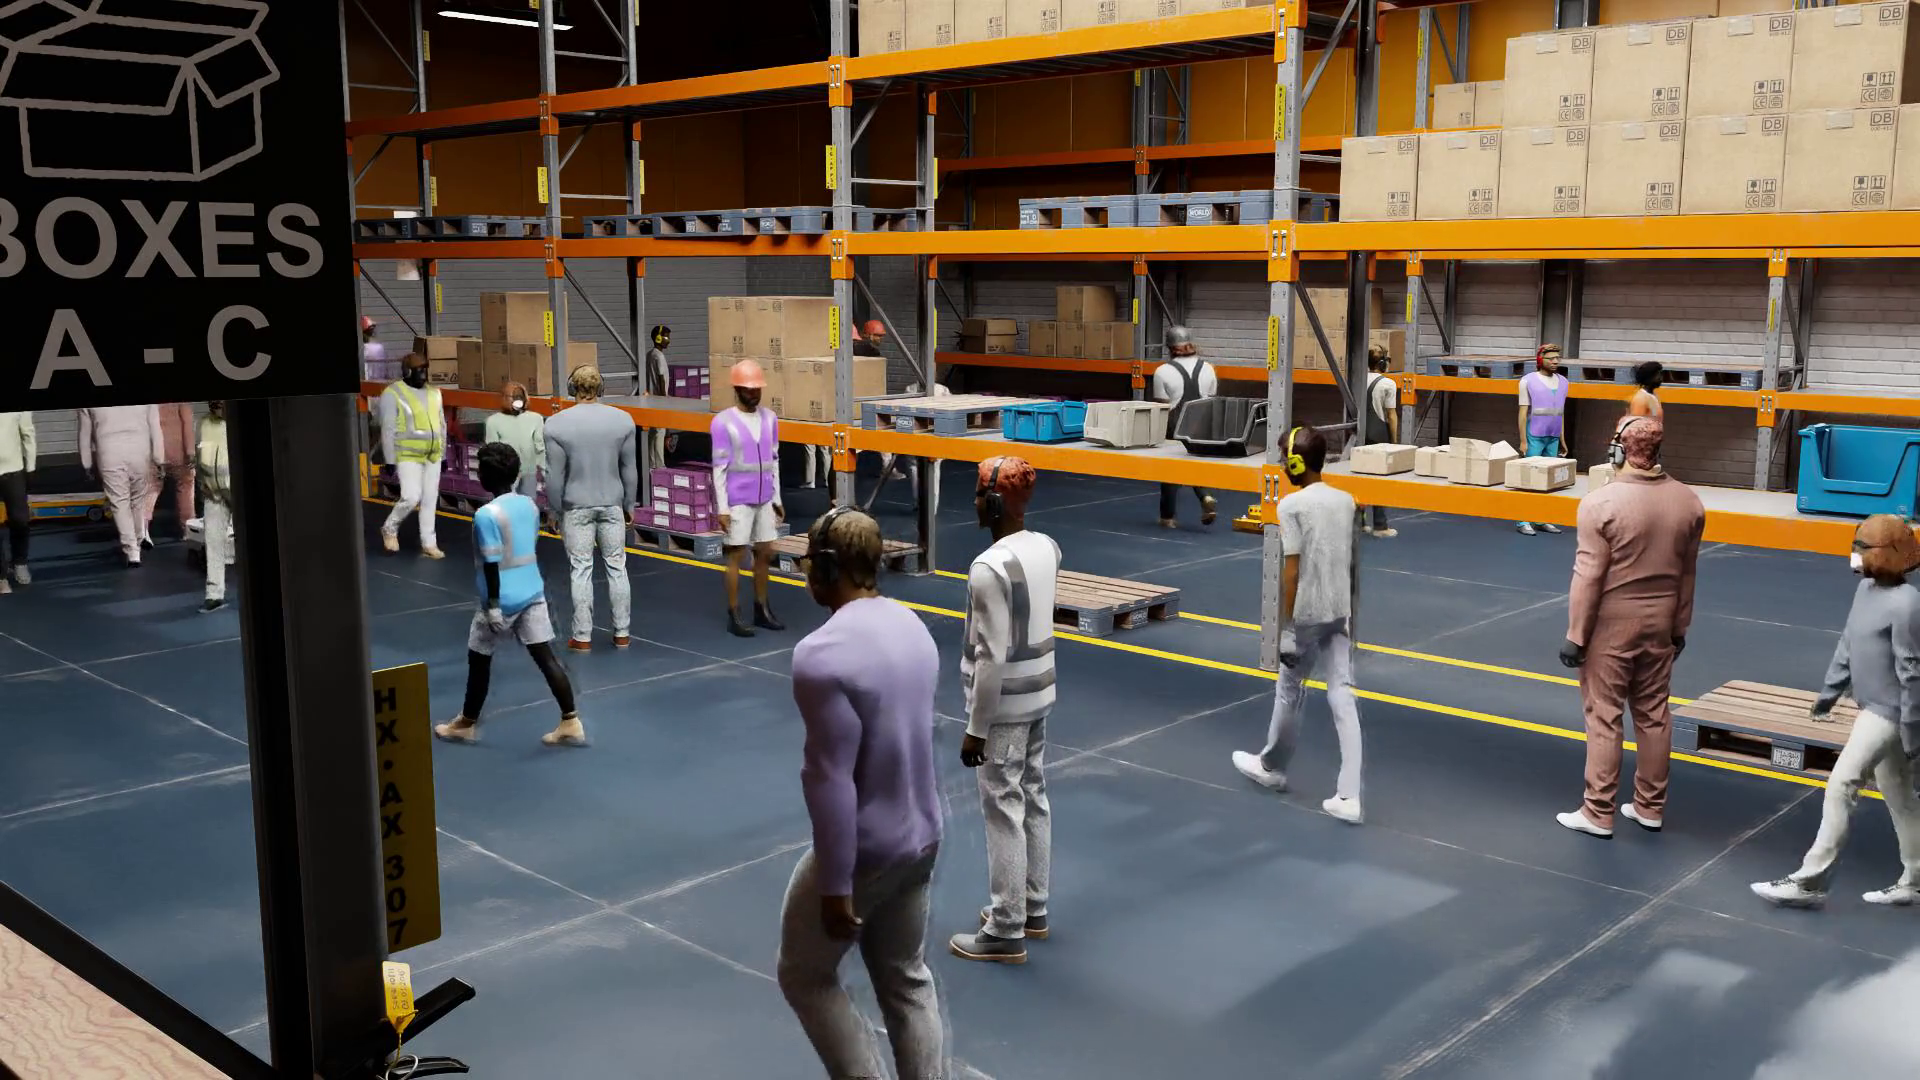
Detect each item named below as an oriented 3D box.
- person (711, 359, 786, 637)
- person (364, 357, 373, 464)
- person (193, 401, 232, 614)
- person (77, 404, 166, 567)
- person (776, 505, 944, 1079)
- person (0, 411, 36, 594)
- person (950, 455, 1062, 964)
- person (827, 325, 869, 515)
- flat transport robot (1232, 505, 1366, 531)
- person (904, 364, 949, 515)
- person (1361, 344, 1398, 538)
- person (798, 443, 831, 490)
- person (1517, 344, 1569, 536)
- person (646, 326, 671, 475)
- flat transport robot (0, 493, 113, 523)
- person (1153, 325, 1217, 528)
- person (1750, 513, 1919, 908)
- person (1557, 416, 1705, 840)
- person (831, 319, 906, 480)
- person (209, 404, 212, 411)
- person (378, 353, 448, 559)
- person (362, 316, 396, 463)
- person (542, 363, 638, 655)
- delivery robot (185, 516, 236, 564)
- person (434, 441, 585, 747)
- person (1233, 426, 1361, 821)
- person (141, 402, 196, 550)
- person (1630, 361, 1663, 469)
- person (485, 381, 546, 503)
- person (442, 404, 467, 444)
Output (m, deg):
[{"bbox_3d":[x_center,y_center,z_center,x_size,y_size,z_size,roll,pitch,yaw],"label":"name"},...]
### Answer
[{"bbox_3d":[-1.466,-0.297,11.659,0.550,1.938,0.379,-9,13,-42],"label":"person"},{"bbox_3d":[-7.195,-1.550,19.636,0.620,1.834,0.943,-1,9,-3],"label":"person"},{"bbox_3d":[-5.514,-0.387,12.664,0.609,1.797,0.842,1,9,4],"label":"person"},{"bbox_3d":[-7.273,-0.702,14.438,0.649,1.848,1.038,-7,11,-35],"label":"person"},{"bbox_3d":[-0.247,0.864,4.620,0.495,1.908,0.645,6,11,31],"label":"person"},{"bbox_3d":[-7.601,-0.551,13.080,0.621,1.978,0.430,-6,11,-32],"label":"person"},{"bbox_3d":[0.172,0.623,6.177,0.350,1.882,0.583,4,10,25],"label":"person"},{"bbox_3d":[-1.162,-1.214,16.997,0.396,2.039,0.607,6,11,34],"label":"person"},{"bbox_3d":[3.385,-0.262,16.528,0.652,0.197,1.431,9,13,43],"label":"flat transport robot"},{"bbox_3d":[-0.347,-1.066,17.295,0.539,1.630,0.398,-3,10,-19],"label":"person"},{"bbox_3d":[3.955,-0.937,15.859,0.345,1.846,0.507,-8,12,-40],"label":"person"},{"bbox_3d":[-1.703,-1.401,19.338,0.523,1.636,0.310,-8,12,-41],"label":"person"},{"bbox_3d":[5.613,-0.972,16.062,0.563,1.847,0.390,-4,10,-25],"label":"person"},{"bbox_3d":[-3.712,-1.711,20.550,0.335,1.865,0.521,-5,10,-27],"label":"person"},{"bbox_3d":[-9.158,-0.342,17.018,1.431,0.197,0.652,-3,10,-19],"label":"flat transport robot"},{"bbox_3d":[2.180,-1.103,16.277,0.684,2.000,0.716,-3,10,-19],"label":"person"},{"bbox_3d":[3.556,0.690,6.631,0.790,1.601,0.508,3,10,16],"label":"person"},{"bbox_3d":[2.995,0.393,7.515,0.654,1.906,0.406,-3,10,-18],"label":"person"},{"bbox_3d":[-1.151,-1.708,20.258,0.956,1.966,0.608,4,10,23],"label":"person"},{"bbox_3d":[-9.242,-1.792,21.109,0.627,1.844,0.429,-2,9,-11],"label":"person"},{"bbox_3d":[-4.822,-0.738,14.684,0.533,1.831,0.633,6,11,32],"label":"person"},{"bbox_3d":[-7.203,-1.759,20.459,0.996,2.005,0.620,2,9,12],"label":"person"},{"bbox_3d":[-2.451,-0.203,11.071,0.627,1.940,0.371,-4,10,-25],"label":"person"},{"bbox_3d":[-6.259,-0.053,14.082,0.707,0.478,0.477,9,13,42],"label":"delivery robot"},{"bbox_3d":[-2.400,0.297,8.874,0.864,1.652,0.544,3,10,18],"label":"person"},{"bbox_3d":[1.626,0.373,7.899,0.566,1.818,0.938,-5,11,-29],"label":"person"},{"bbox_3d":[-7.356,-0.862,15.317,0.651,1.879,0.892,0,9,-1],"label":"person"},{"bbox_3d":[6.730,-0.951,16.517,0.822,1.668,0.535,6,11,34],"label":"person"},{"bbox_3d":[-3.733,-0.535,14.097,0.509,1.618,0.449,-7,11,-35],"label":"person"},{"bbox_3d":[-6.314,-1.586,20.186,0.860,1.729,0.537,-6,11,-34],"label":"person"}]
